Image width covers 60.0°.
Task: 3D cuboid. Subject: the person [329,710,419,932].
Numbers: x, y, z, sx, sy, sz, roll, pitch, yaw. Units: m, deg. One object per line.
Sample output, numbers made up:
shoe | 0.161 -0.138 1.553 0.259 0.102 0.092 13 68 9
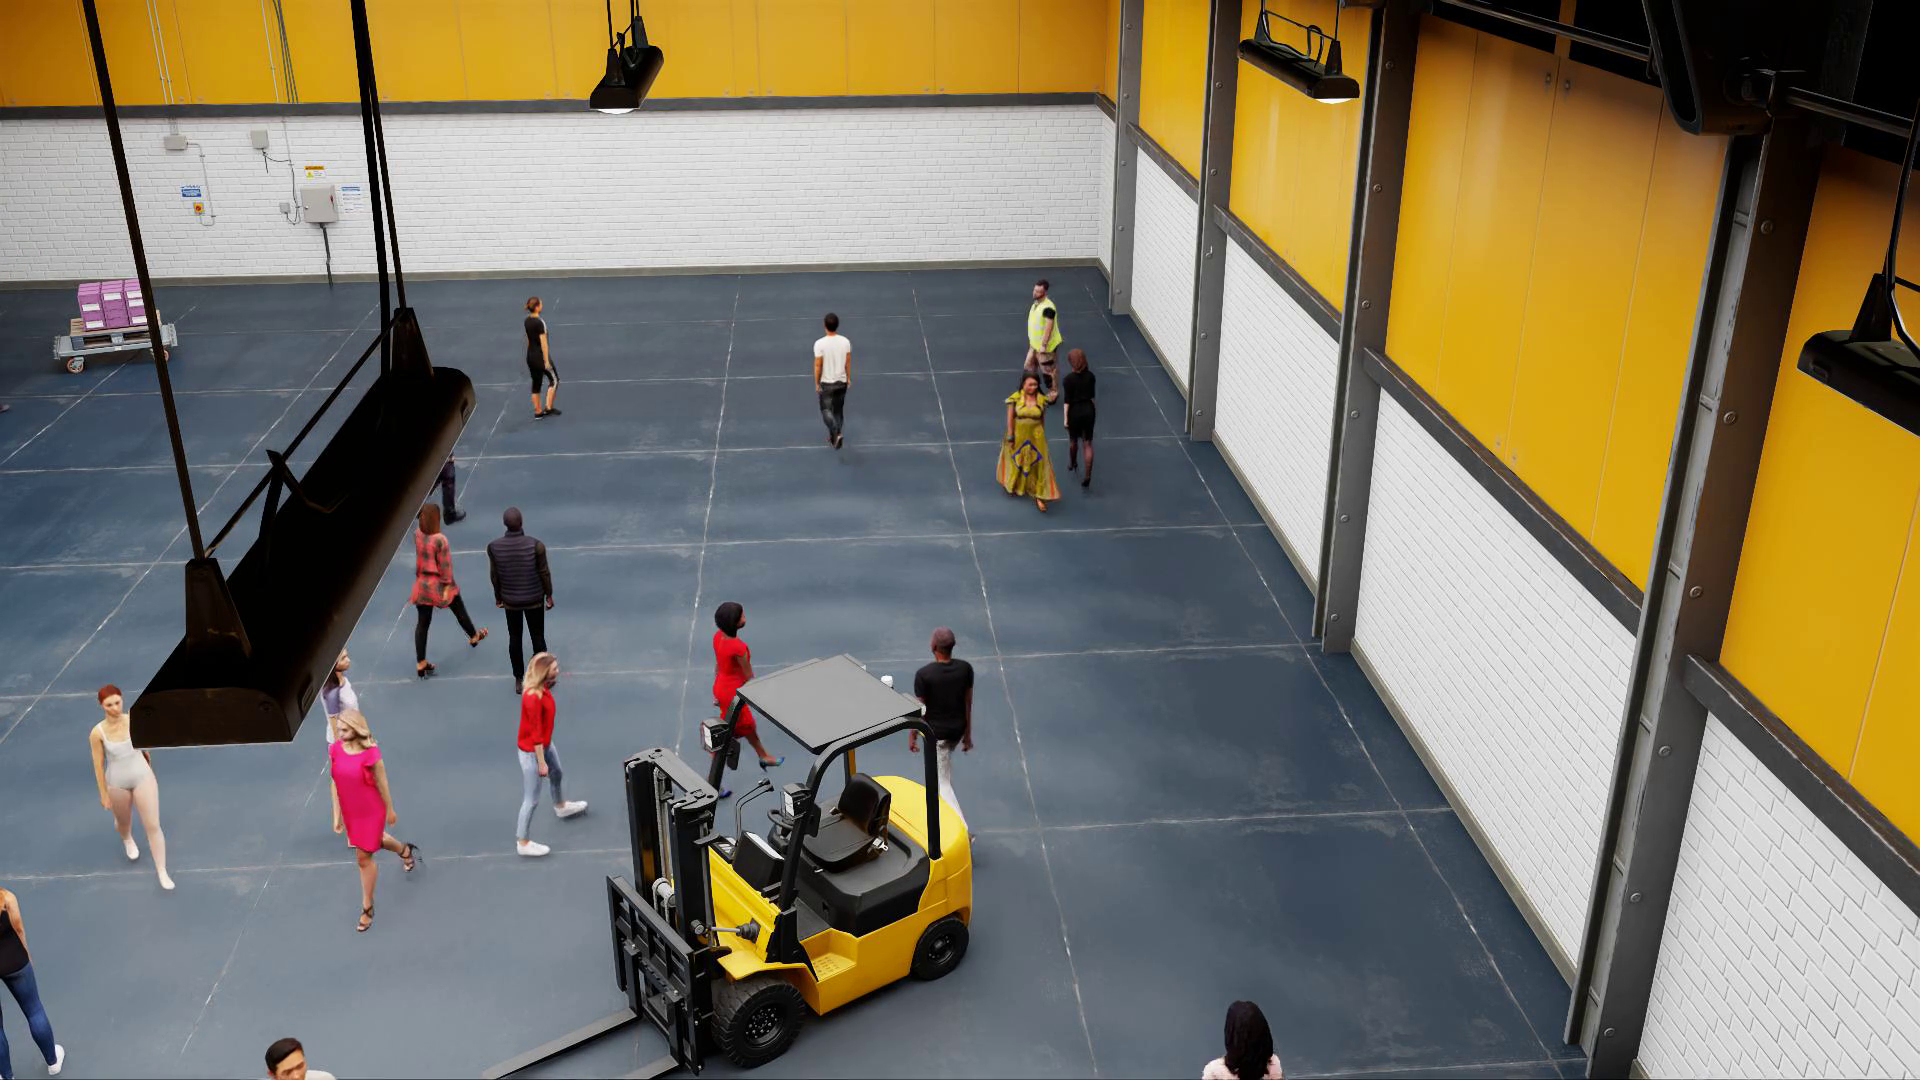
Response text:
person | -4.316 1.944 12.188 0.865 1.691 1.129 8 25 18

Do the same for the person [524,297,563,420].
person | -5.674 -2.397 22.165 0.721 1.655 0.784 20 30 38

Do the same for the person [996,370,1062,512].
person | 0.735 -1.206 19.501 0.868 1.607 1.271 -5 24 -12

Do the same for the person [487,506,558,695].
person | -4.001 0.544 15.212 0.698 1.835 0.573 -1 24 -2

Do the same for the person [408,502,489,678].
person | -4.973 0.494 15.567 0.978 1.642 1.201 10 26 22

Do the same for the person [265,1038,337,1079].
person | -3.518 3.350 8.869 1.206 1.774 1.140 19 30 37

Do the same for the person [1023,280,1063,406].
person | 1.151 -2.691 22.644 0.943 1.810 0.922 -6 24 -14

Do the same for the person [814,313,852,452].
person | -1.581 -1.964 21.008 0.830 1.789 1.022 -10 26 -22

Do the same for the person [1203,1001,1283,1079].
person | 1.504 3.334 8.958 0.737 1.732 1.145 -6 24 -12

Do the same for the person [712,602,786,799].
person | -1.937 1.343 13.536 0.982 1.714 1.049 -15 28 -31

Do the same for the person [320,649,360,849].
person | -4.801 1.576 12.978 0.676 1.733 0.500 -6 24 -13

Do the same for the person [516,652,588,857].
person | -3.268 1.633 12.922 0.842 1.673 0.627 -2 24 -4

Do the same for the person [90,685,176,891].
person | -6.319 1.819 12.581 0.960 1.605 1.126 -18 30 -36

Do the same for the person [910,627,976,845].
person | -0.090 1.567 12.947 0.996 1.774 1.325 -12 26 -26

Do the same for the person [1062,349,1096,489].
person | 1.481 -1.419 19.932 0.755 1.651 1.100 -7 25 -16

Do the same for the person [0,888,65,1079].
person | -6.044 2.692 10.439 0.679 1.722 0.677 -14 27 -29
